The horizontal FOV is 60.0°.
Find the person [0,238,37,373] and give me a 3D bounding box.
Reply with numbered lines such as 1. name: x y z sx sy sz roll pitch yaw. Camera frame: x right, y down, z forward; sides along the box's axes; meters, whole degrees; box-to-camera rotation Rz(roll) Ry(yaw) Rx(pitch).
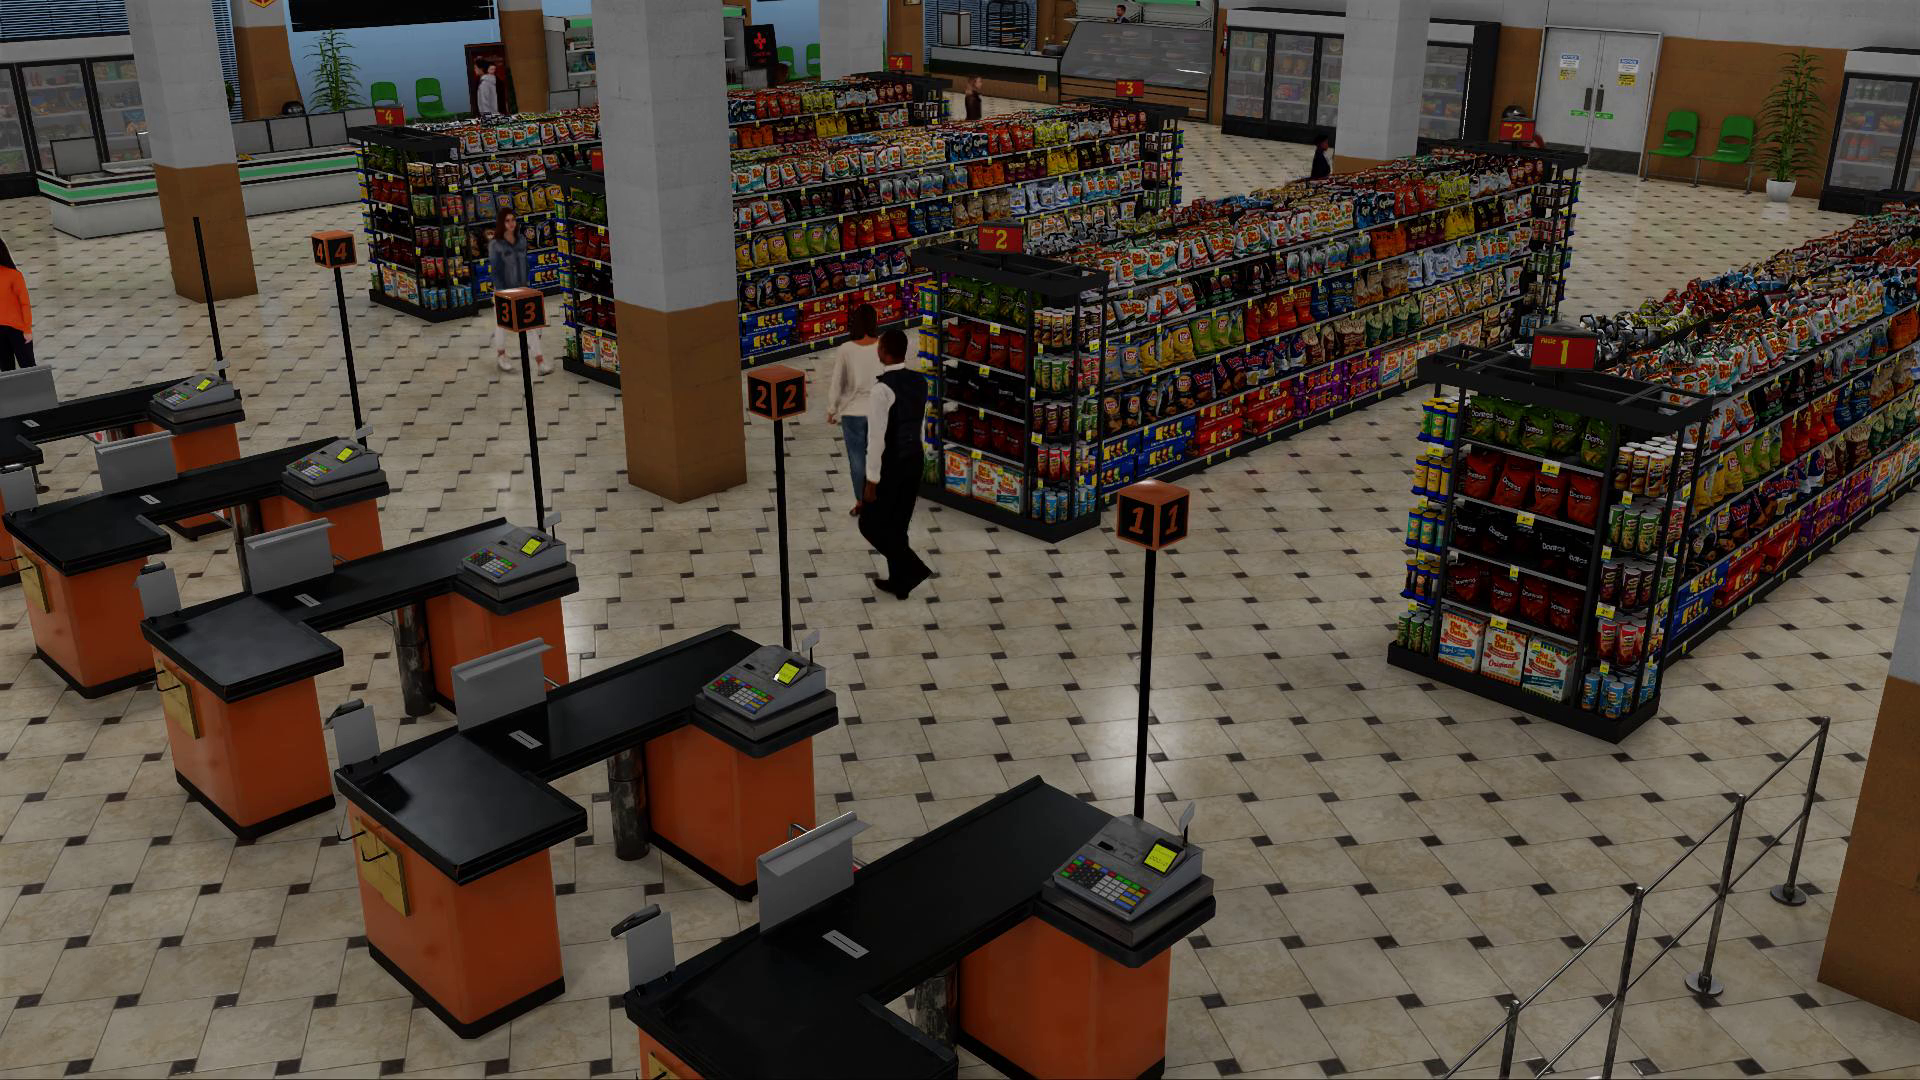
1. person: -8.519 -1.879 14.918 0.710 1.749 0.736 4 22 9

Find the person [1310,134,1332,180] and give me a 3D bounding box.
1. person: 5.050 -5.124 23.640 0.714 1.266 0.662 6 23 14

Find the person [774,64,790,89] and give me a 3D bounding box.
1. person: -3.056 -7.100 27.959 0.904 1.713 0.718 -16 27 -34

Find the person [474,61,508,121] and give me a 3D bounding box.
1. person: -8.006 -7.273 28.396 1.122 1.708 1.046 -6 23 -15

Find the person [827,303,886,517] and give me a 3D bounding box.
1. person: -0.692 -0.955 12.732 0.710 1.664 0.849 -10 24 -23

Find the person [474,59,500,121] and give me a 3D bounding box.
1. person: -7.536 -6.811 26.975 0.949 1.911 0.891 -2 22 -5

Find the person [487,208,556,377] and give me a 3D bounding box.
1. person: -4.474 -2.429 16.411 1.026 1.656 0.687 -20 29 -40

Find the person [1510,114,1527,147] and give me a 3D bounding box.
1. person: 8.585 -5.972 25.771 0.626 1.251 0.498 10 24 24

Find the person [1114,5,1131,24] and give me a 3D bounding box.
1. person: 3.713 -11.417 38.496 0.572 1.867 0.625 -19 29 -40

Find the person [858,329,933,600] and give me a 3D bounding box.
1. person: -0.374 -0.460 11.173 0.824 1.907 0.793 16 27 34

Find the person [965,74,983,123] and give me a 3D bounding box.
1. person: 0.113 -6.629 26.835 1.025 1.678 1.094 5 23 13
